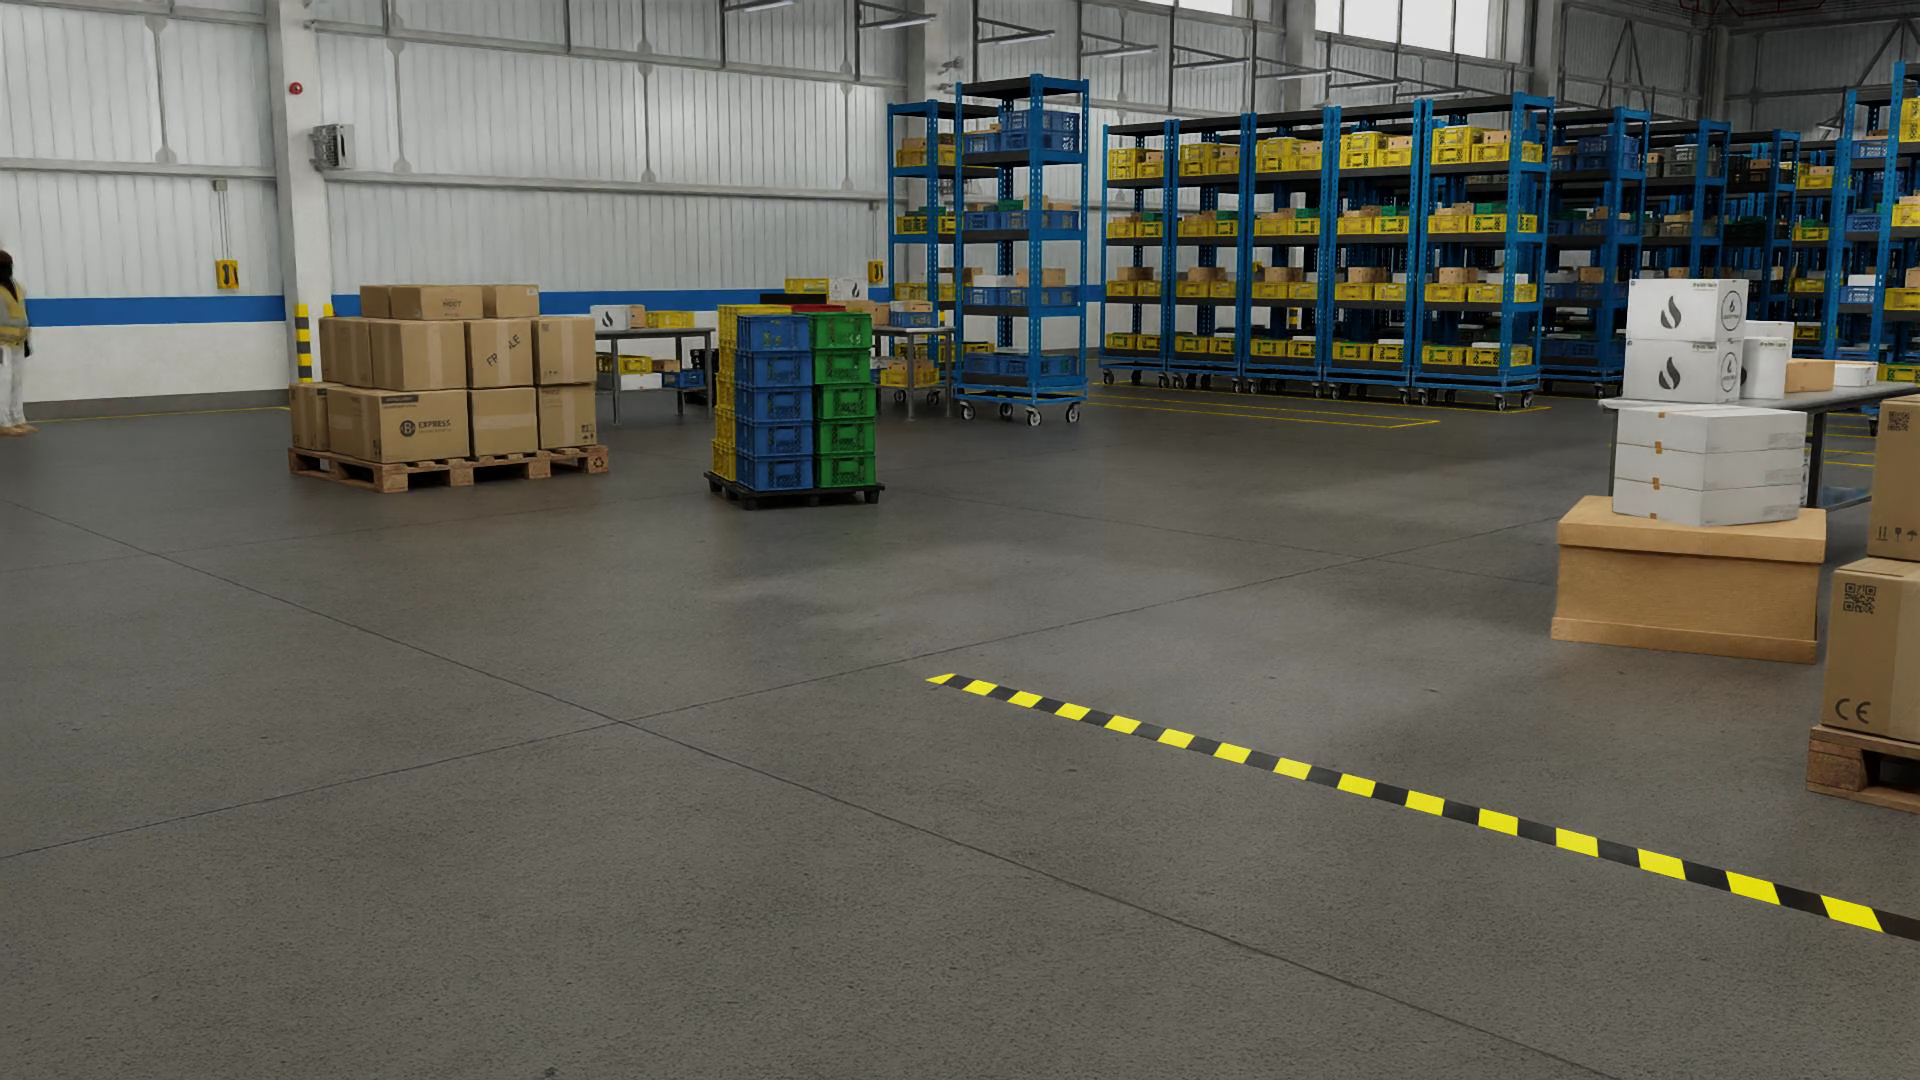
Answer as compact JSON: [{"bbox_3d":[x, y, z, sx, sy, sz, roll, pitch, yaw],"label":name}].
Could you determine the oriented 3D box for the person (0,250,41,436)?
[{"bbox_3d":[-9.411,-1.928,16.379,0.430,1.829,0.643,0,9,1],"label":"person"}]
